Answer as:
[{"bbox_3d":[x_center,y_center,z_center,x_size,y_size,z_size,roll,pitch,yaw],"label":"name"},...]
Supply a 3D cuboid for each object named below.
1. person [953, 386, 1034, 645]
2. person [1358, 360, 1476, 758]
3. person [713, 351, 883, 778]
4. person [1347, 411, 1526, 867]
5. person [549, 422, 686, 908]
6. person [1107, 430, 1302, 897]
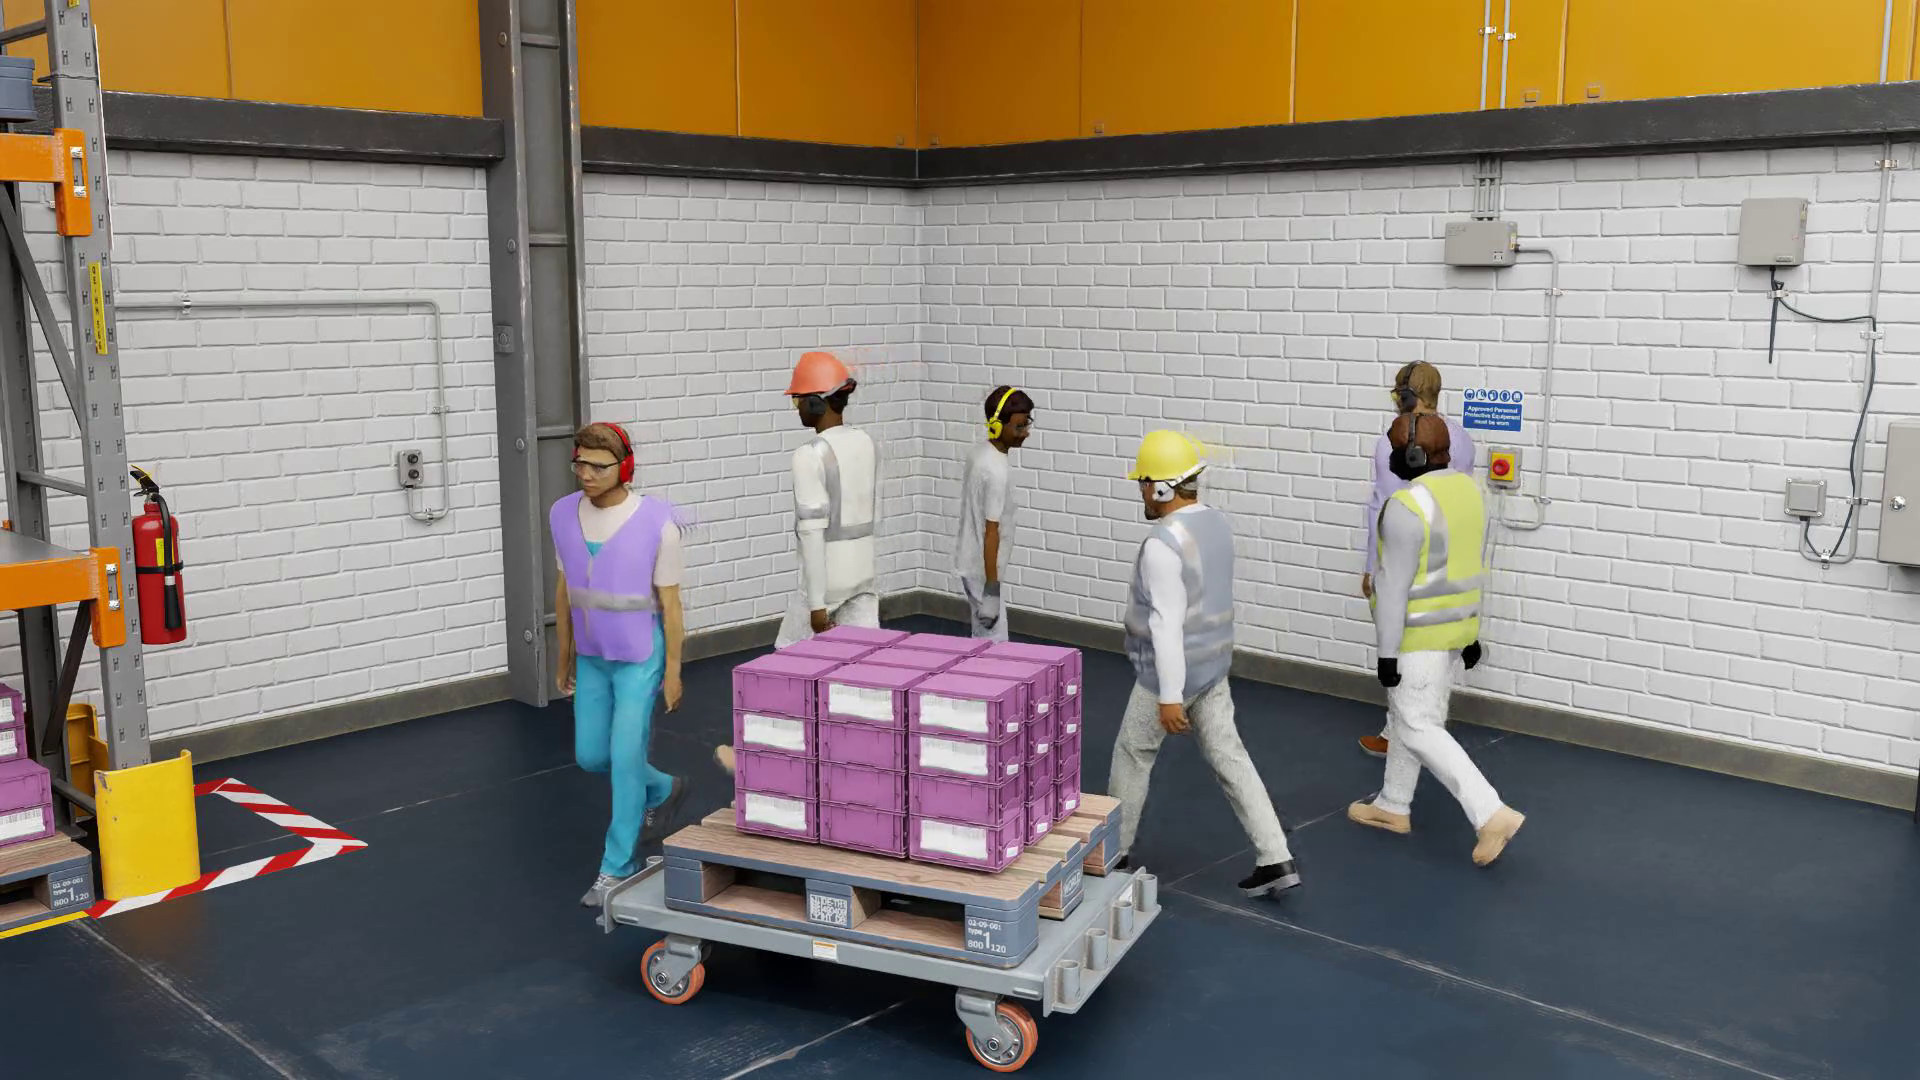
[{"bbox_3d":[0.053,0.172,7.888,0.637,1.835,0.573,-2,9,-11],"label":"person"},{"bbox_3d":[2.204,0.101,8.043,0.638,1.933,0.389,-7,11,-35],"label":"person"},{"bbox_3d":[-0.644,0.165,7.438,0.963,1.999,0.614,6,11,33],"label":"person"},{"bbox_3d":[1.922,0.384,6.677,0.642,1.806,0.830,-9,13,-42],"label":"person"},{"bbox_3d":[-1.245,0.437,6.320,0.585,1.817,0.626,4,10,25],"label":"person"},{"bbox_3d":[0.878,0.468,6.273,0.965,1.780,0.603,7,11,35],"label":"person"}]
